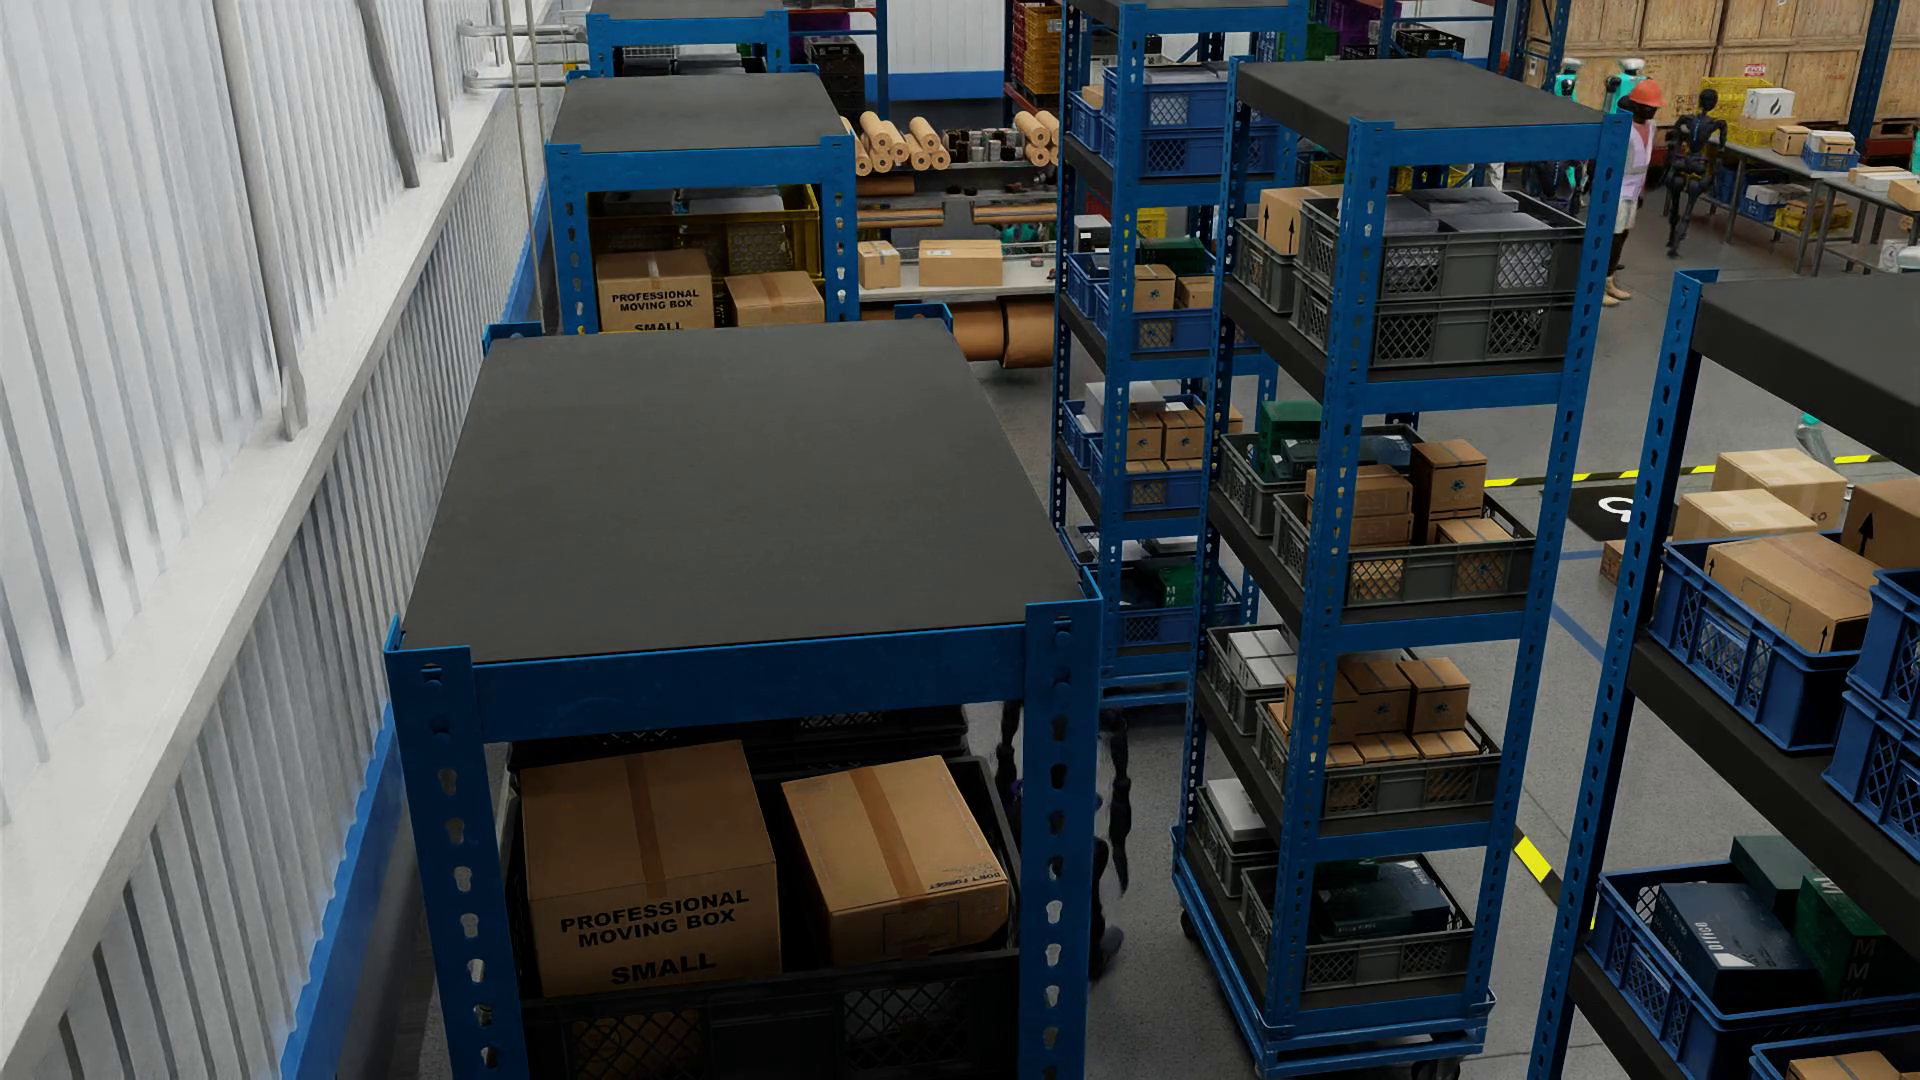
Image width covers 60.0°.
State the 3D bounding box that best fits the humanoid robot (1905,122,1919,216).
[{"bbox_3d":[9.036,-3.038,15.230,0.844,1.869,0.535,-1,25,-2],"label":"humanoid robot"}]

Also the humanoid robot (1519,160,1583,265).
[{"bbox_3d":[5.242,-2.877,14.862,0.612,1.649,0.333,1,25,2],"label":"humanoid robot"}]

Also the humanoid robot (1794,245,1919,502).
[{"bbox_3d":[5.774,-1.104,10.781,0.735,1.677,0.533,14,28,28],"label":"humanoid robot"}]

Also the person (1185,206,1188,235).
[{"bbox_3d":[2.393,-3.541,16.138,0.595,1.824,0.404,7,26,15],"label":"person"}]

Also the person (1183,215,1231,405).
[{"bbox_3d":[1.649,-1.263,11.148,0.387,1.850,0.598,-3,25,-7],"label":"person"}]

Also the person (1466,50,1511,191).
[{"bbox_3d":[5.526,-4.147,17.380,0.583,1.883,0.345,4,25,9],"label":"person"}]

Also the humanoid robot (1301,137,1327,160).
[{"bbox_3d":[4.085,-4.509,18.349,0.857,1.753,0.536,2,25,4],"label":"humanoid robot"}]

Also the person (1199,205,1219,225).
[{"bbox_3d":[2.421,-3.393,15.792,0.431,1.843,0.623,-8,26,-18],"label":"person"}]

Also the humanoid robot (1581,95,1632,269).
[{"bbox_3d":[6.333,-3.468,16.134,0.599,1.657,0.315,20,31,37],"label":"humanoid robot"}]

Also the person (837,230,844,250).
[{"bbox_3d":[-1.118,-2.282,13.265,0.436,1.931,0.643,-18,30,-34],"label":"person"}]

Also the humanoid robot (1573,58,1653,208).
[{"bbox_3d":[7.031,-4.373,18.089,0.555,1.747,1.042,-7,26,-14],"label":"humanoid robot"}]

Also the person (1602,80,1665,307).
[{"bbox_3d":[6.002,-3.113,14.970,0.608,2.031,0.420,-19,31,-35],"label":"person"}]

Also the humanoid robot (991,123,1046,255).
[{"bbox_3d":[0.480,-2.883,14.879,0.555,1.830,0.889,-5,25,-12],"label":"humanoid robot"}]

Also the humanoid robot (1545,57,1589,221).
[{"bbox_3d":[6.556,-4.180,17.668,0.659,1.831,0.538,5,25,10],"label":"humanoid robot"}]

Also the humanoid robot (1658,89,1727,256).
[{"bbox_3d":[7.335,-3.695,16.685,0.589,1.630,0.675,19,31,35],"label":"humanoid robot"}]

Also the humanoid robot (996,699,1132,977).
[{"bbox_3d":[0.373,1.068,6.339,0.601,1.624,0.753,14,28,27],"label":"humanoid robot"}]
